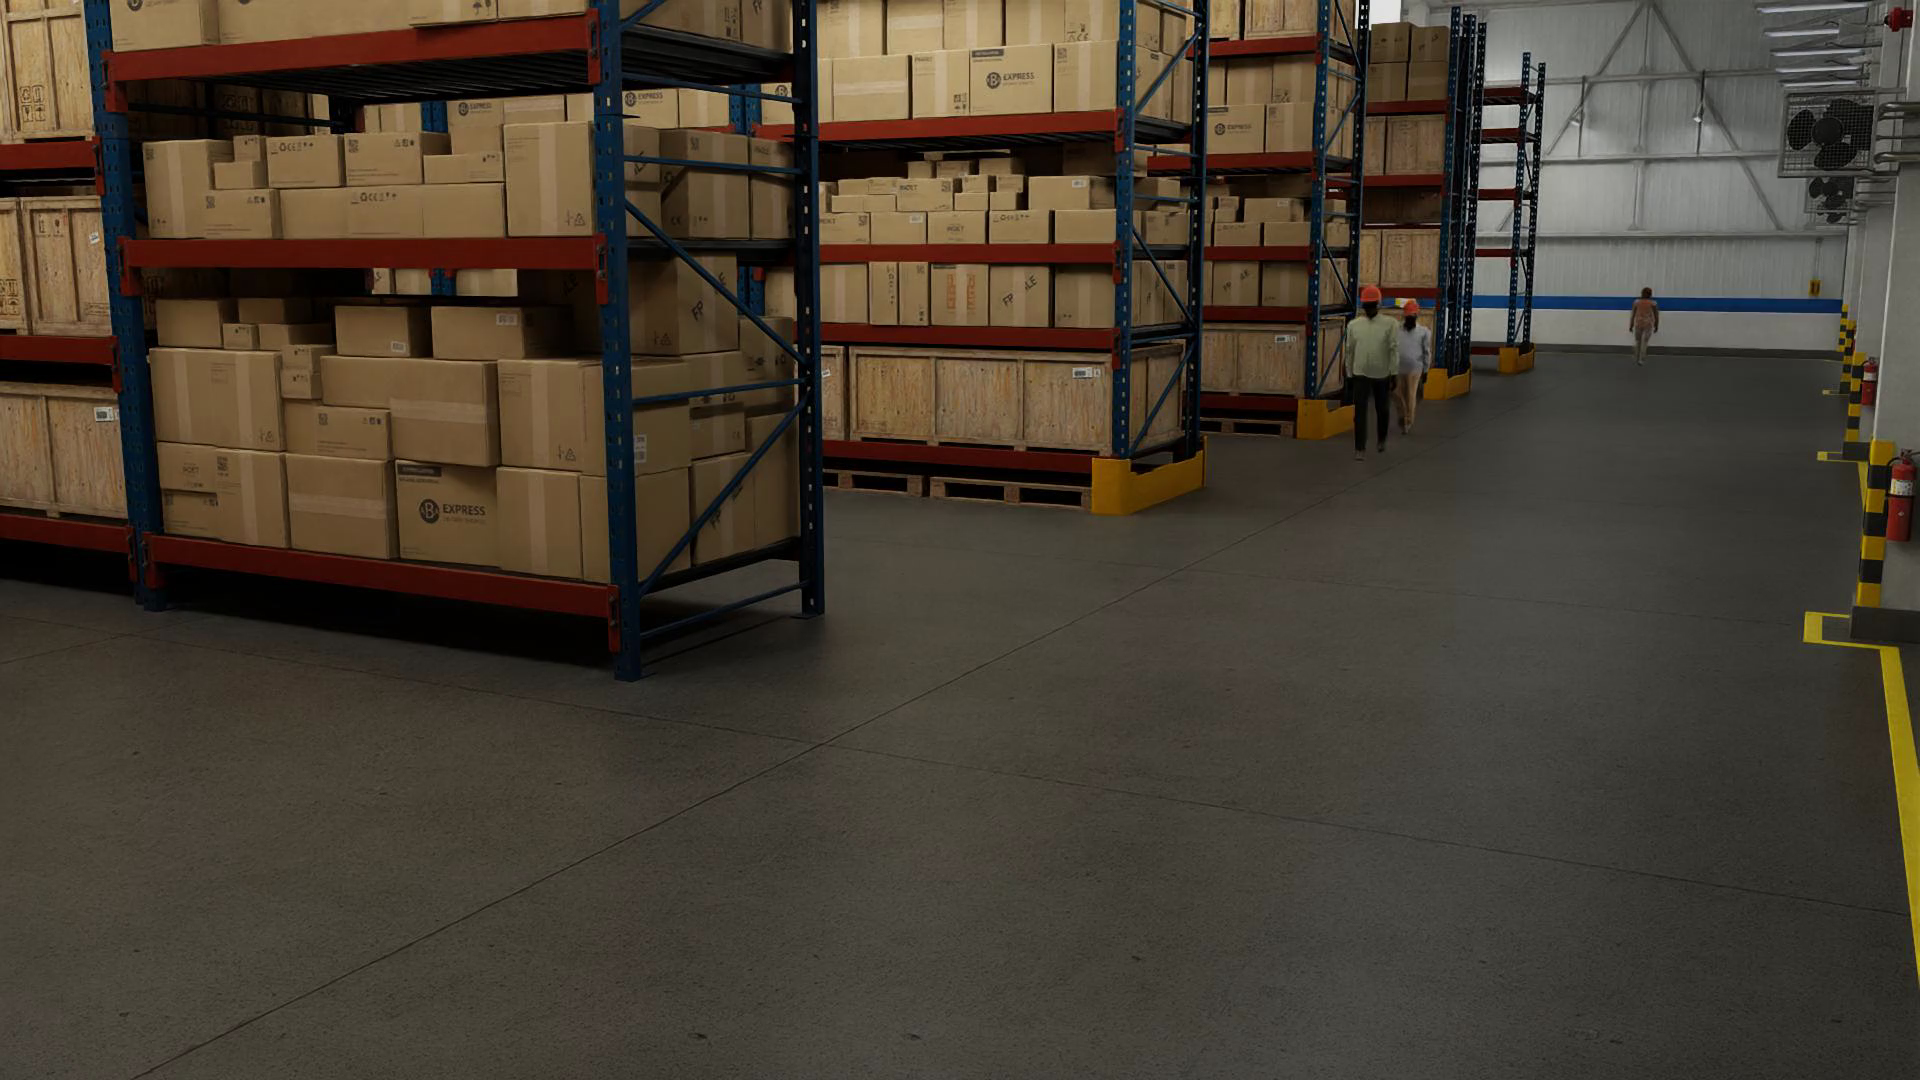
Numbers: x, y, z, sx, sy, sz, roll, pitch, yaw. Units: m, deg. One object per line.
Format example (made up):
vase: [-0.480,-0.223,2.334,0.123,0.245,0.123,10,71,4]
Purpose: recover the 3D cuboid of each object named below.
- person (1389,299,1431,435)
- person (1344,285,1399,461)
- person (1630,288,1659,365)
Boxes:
person: [5.791,-2.240,21.502,0.576,1.739,0.558,4,11,24]
person: [4.672,-1.904,18.876,0.623,1.976,0.760,4,10,20]
person: [14.336,-4.471,34.806,0.543,1.593,0.854,6,12,32]
